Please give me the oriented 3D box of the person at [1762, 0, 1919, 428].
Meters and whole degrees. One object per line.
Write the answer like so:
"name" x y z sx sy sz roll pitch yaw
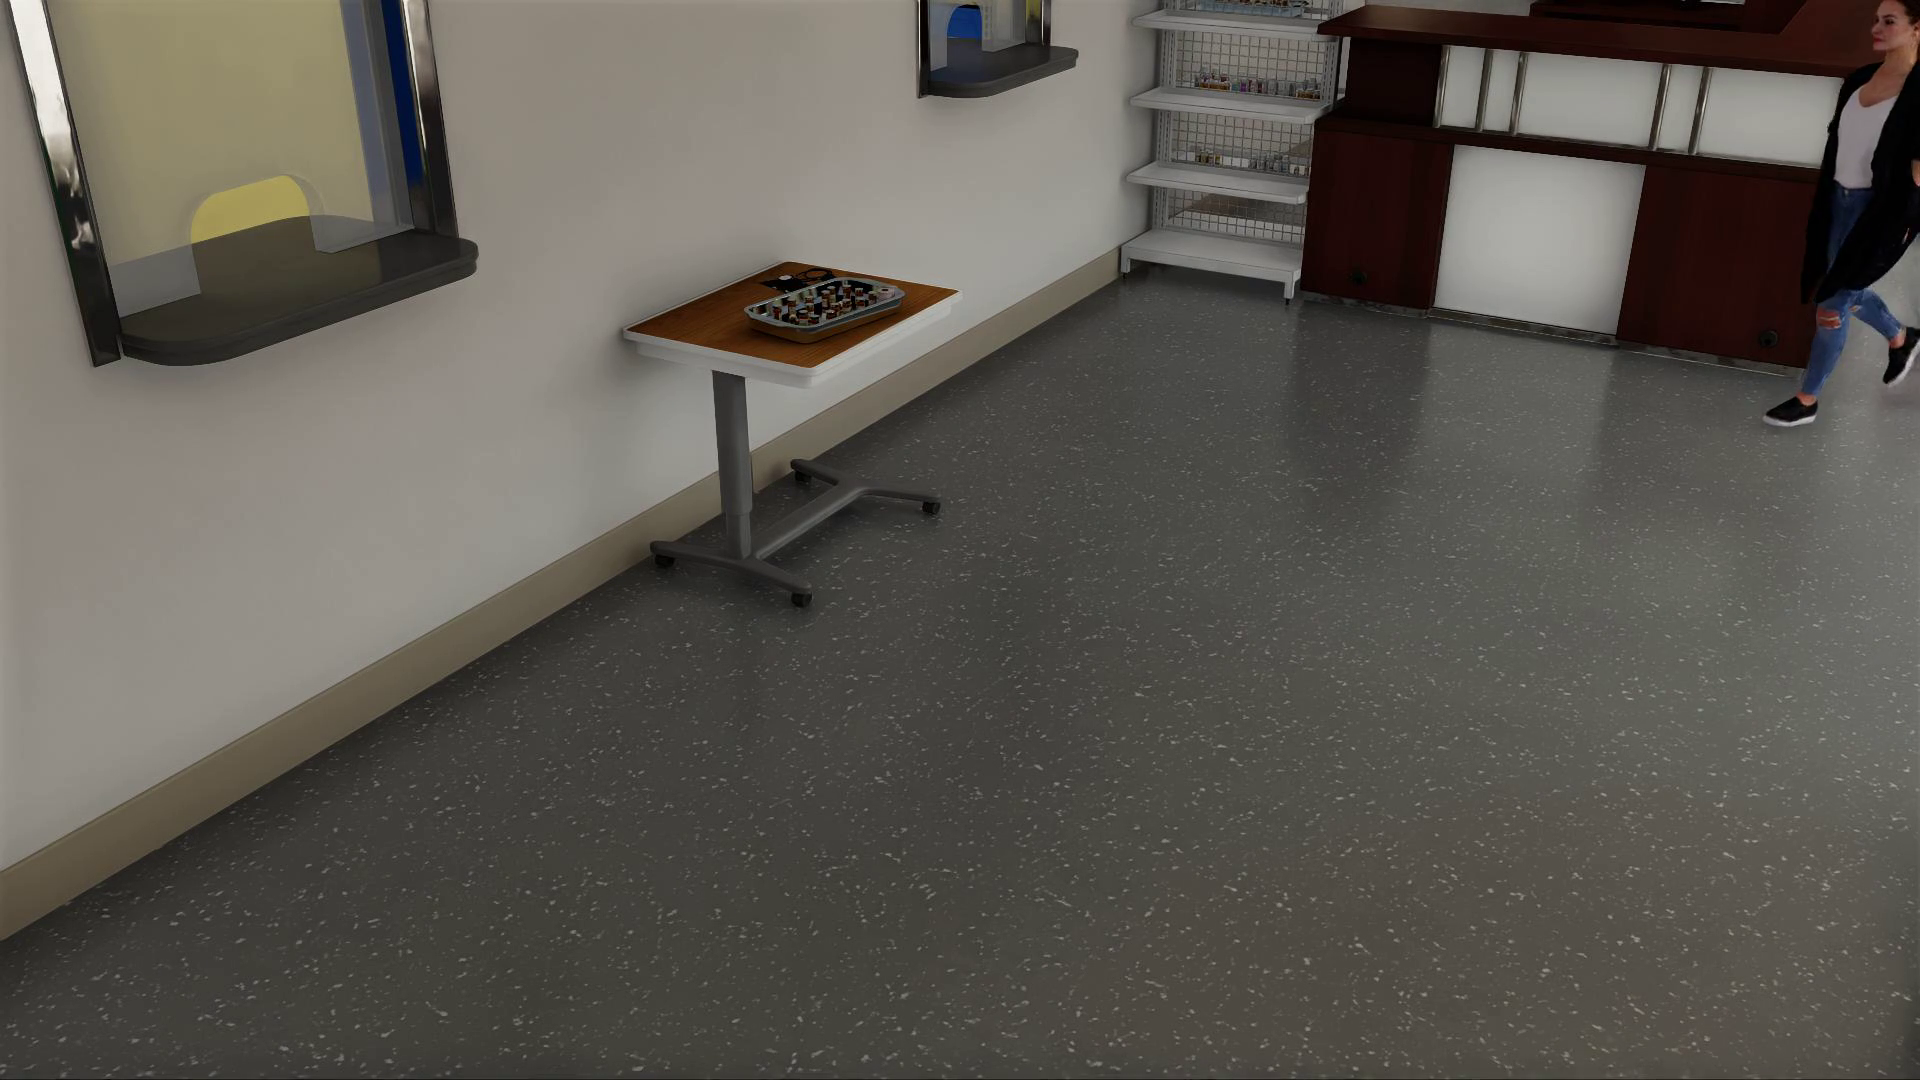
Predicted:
"person" 3.550 -1.249 6.395 1.085 1.662 1.060 -8 27 -17
